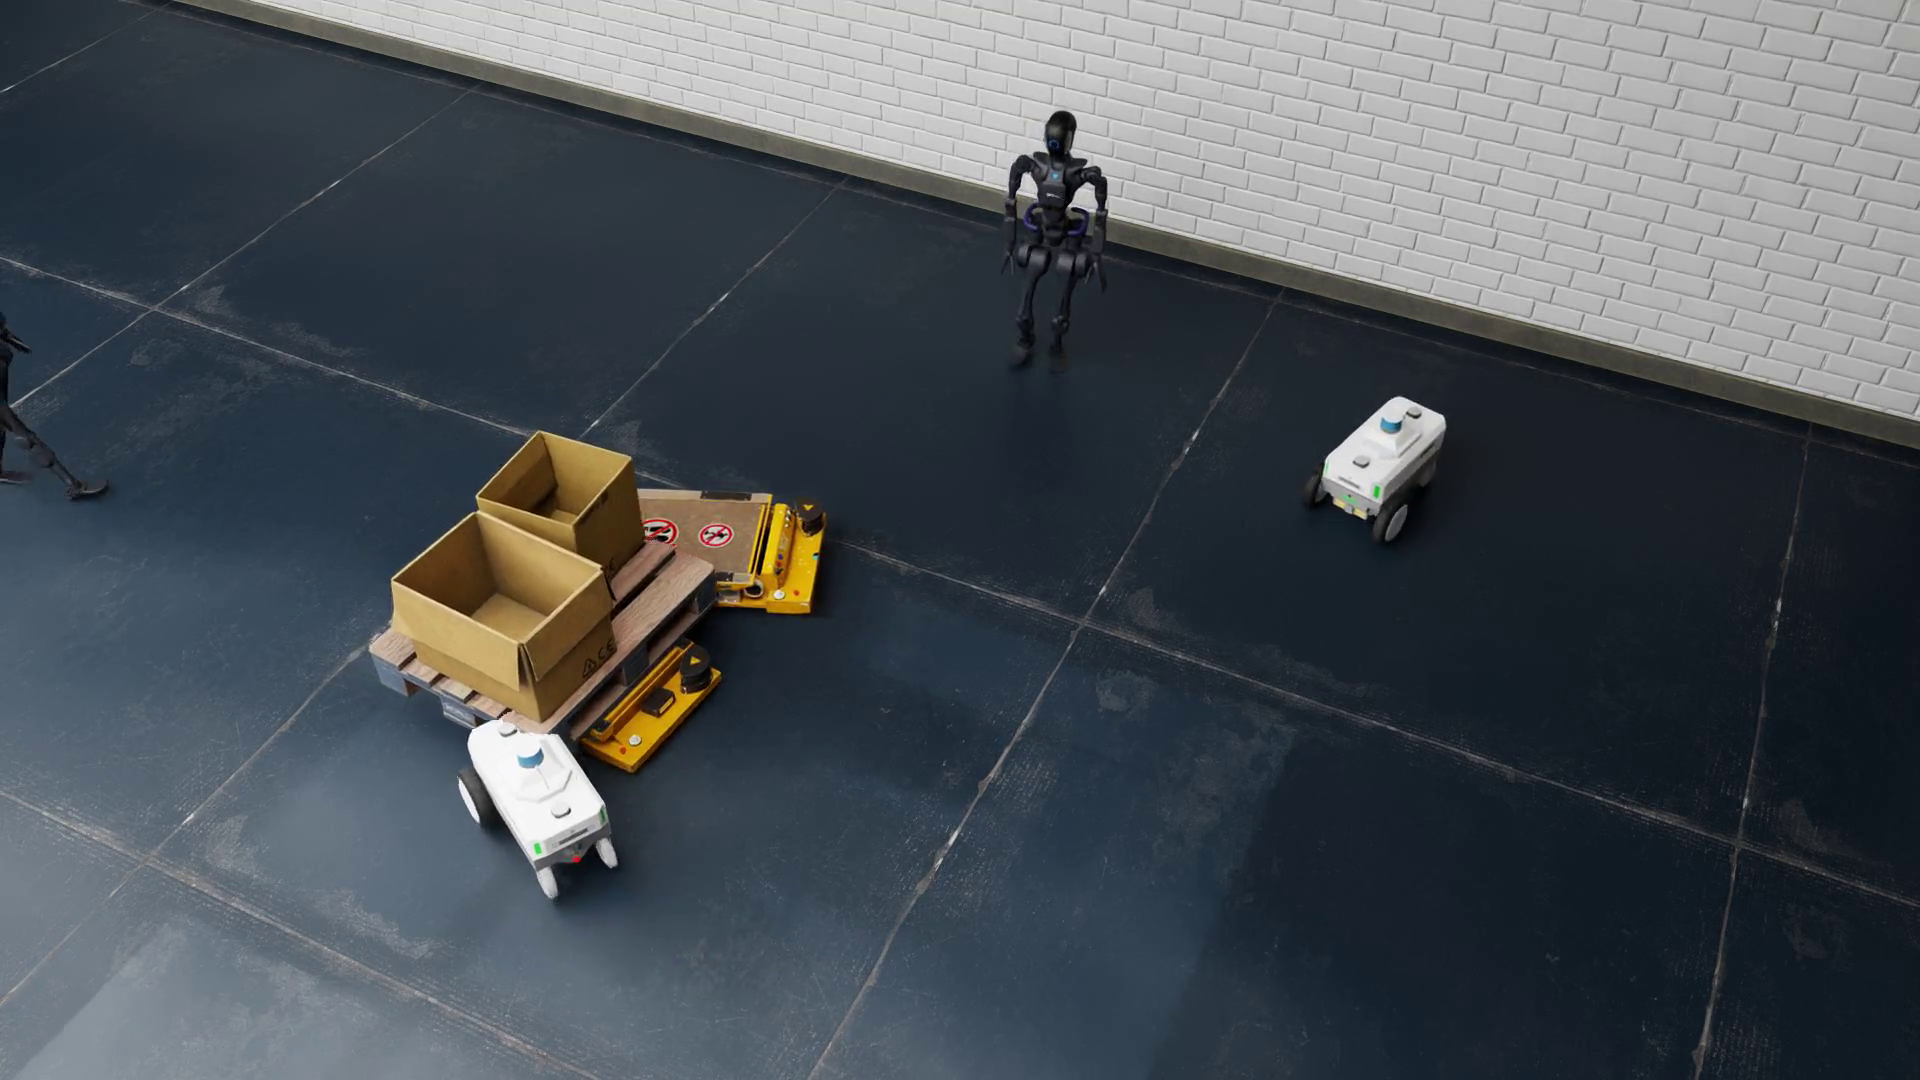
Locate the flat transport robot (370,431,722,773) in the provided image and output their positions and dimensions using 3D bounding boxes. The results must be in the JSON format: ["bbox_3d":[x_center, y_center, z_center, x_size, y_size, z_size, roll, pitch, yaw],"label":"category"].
[{"bbox_3d":[-1.876,0.536,7.677,1.431,0.231,0.659,22,47,22],"label":"flat transport robot"}]

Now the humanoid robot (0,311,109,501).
[{"bbox_3d":[-4.776,-0.888,8.202,0.735,1.628,0.608,-2,43,-2],"label":"humanoid robot"}]

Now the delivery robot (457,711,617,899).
[{"bbox_3d":[-1.760,1.040,6.928,0.499,0.601,0.775,-25,49,-25],"label":"delivery robot"}]

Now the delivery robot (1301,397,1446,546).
[{"bbox_3d":[2.156,-0.404,8.475,0.499,0.587,0.769,31,51,29],"label":"delivery robot"}]

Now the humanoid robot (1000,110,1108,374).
[{"bbox_3d":[0.513,-1.582,8.935,0.601,1.645,0.377,9,44,10],"label":"humanoid robot"}]

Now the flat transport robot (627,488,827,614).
[{"bbox_3d":[-1.410,0.047,8.204,1.431,0.231,0.659,2,43,3],"label":"flat transport robot"}]
